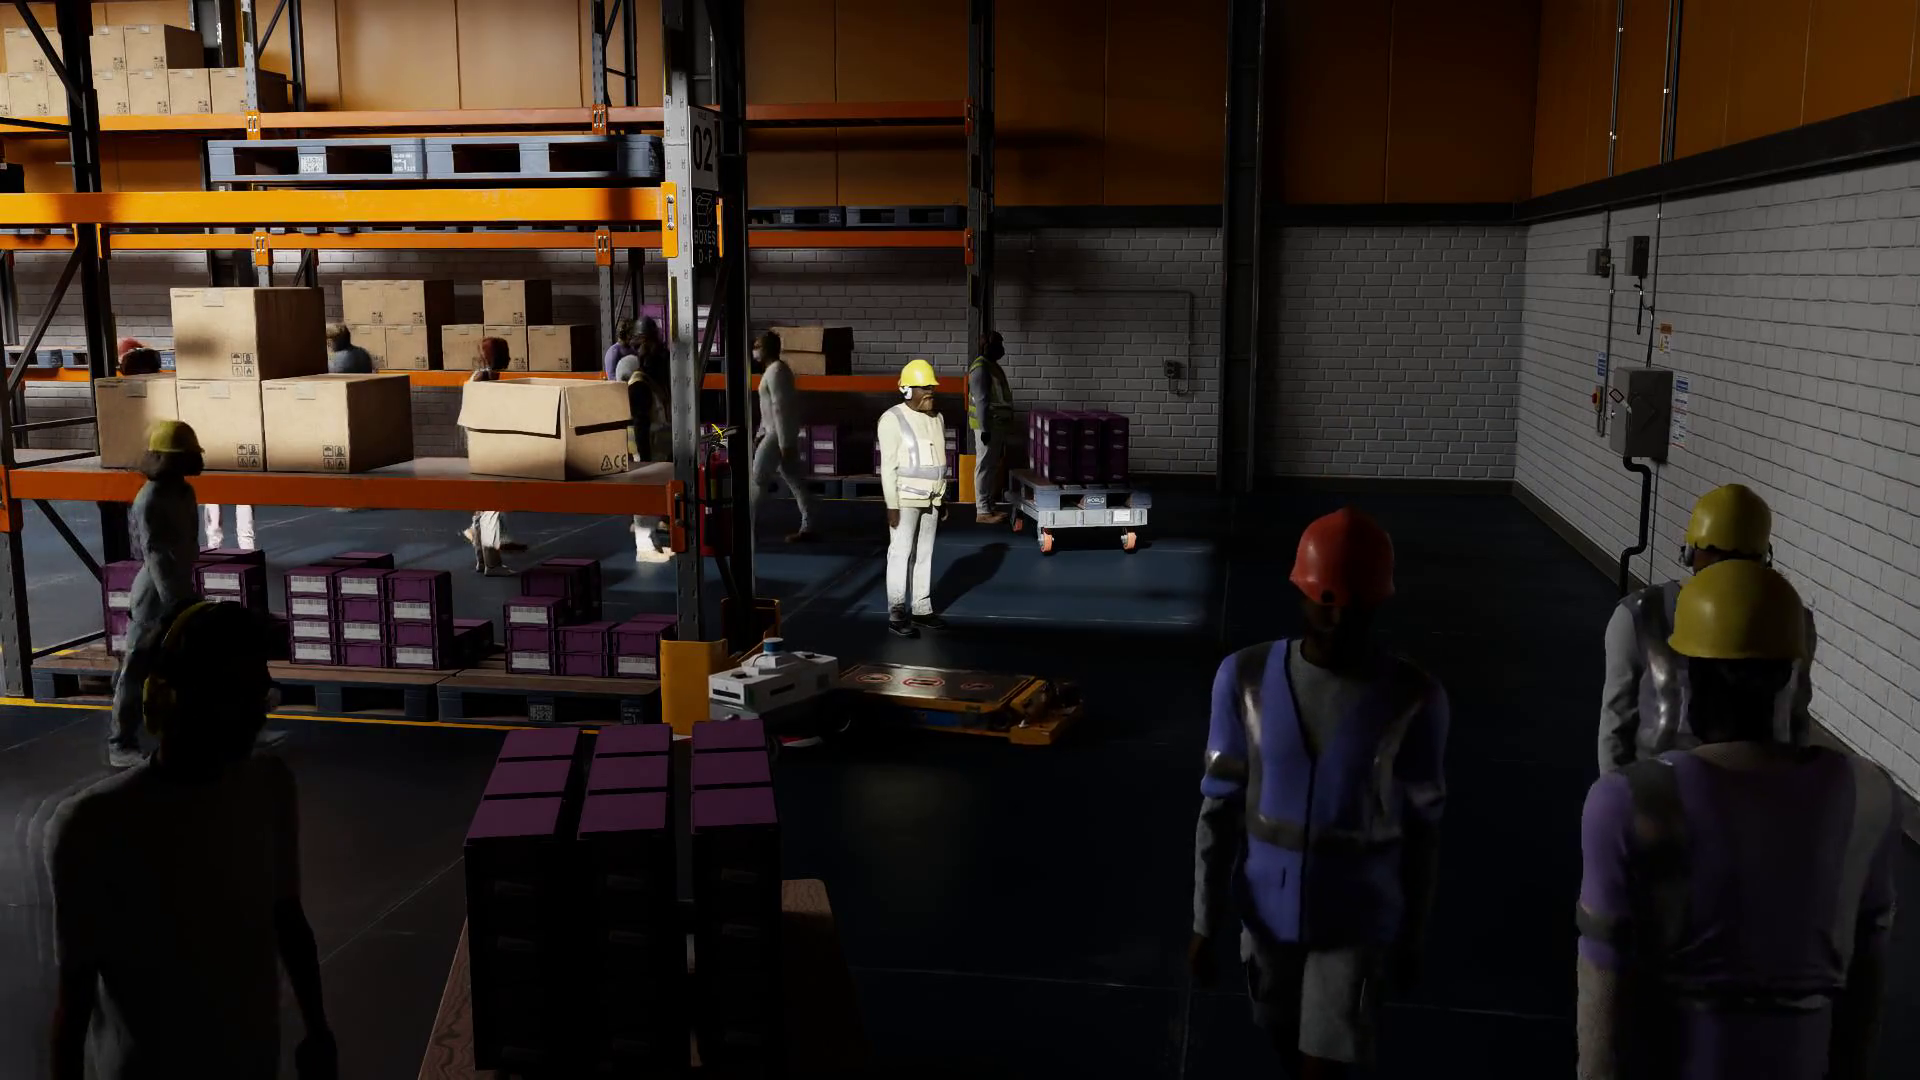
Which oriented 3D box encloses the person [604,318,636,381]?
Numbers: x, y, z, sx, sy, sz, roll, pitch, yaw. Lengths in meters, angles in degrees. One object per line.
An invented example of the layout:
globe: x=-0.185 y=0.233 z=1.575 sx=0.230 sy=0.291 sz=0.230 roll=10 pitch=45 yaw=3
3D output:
person: x=-3.487 y=-1.352 z=17.406 sx=0.373 sy=1.935 sz=0.628 roll=1 pitch=9 yaw=9

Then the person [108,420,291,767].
person: x=-3.756 y=0.272 z=8.049 sx=0.878 sy=1.694 sz=0.529 roll=1 pitch=9 yaw=3

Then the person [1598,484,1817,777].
person: x=2.118 y=0.744 z=4.732 sx=0.591 sy=1.828 sz=0.404 roll=1 pitch=9 yaw=4

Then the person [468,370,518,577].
person: x=-3.735 y=-0.528 z=13.199 sx=0.307 sy=1.640 sz=0.519 roll=-5 pitch=10 yaw=-28

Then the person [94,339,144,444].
person: x=-6.376 y=-0.599 z=12.874 sx=0.554 sy=1.882 sz=0.993 roll=-3 pitch=9 yaw=-15

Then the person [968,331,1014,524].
person: x=0.303 y=-1.088 z=16.048 sx=0.429 sy=1.846 sz=0.626 roll=2 pitch=9 yaw=12

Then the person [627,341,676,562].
person: x=-2.568 y=-0.742 z=13.911 sx=0.429 sy=1.839 sz=0.634 roll=0 pitch=9 yaw=1

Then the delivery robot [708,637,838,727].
delivery robot: x=-0.940 y=0.738 z=8.415 sx=0.477 sy=0.478 sz=0.707 roll=7 pitch=11 yaw=35

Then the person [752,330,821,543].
person: x=-1.699 y=-0.894 z=14.685 sx=0.989 sy=1.887 sz=0.645 roll=0 pitch=9 yaw=1

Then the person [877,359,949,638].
person: x=-0.284 y=-0.282 z=11.072 sx=0.403 sy=1.835 sz=0.586 roll=7 pitch=12 yaw=38

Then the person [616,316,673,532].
person: x=-2.881 y=-1.096 z=15.482 sx=0.696 sy=2.000 sz=0.551 roll=-5 pitch=10 yaw=-29

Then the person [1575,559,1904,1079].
person: x=1.415 y=0.981 z=3.044 sx=0.600 sy=1.896 sz=0.881 roll=0 pitch=9 yaw=0

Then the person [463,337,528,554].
person: x=-3.957 y=-0.785 z=14.098 sx=0.459 sy=1.871 sz=0.577 roll=-6 pitch=11 yaw=-33

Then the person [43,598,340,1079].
person: x=-1.318 y=1.020 z=2.957 sx=0.537 sy=1.844 sz=0.542 roll=4 pitch=10 yaw=26

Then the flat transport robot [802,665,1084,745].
flat transport robot: x=-0.114 y=0.855 z=8.856 sx=1.431 sy=0.197 sz=0.652 roll=3 pitch=10 yaw=19

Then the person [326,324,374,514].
person: x=-6.060 y=-1.209 z=16.684 sx=0.390 sy=1.906 sz=0.672 roll=3 pitch=10 yaw=16

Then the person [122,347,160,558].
person: x=-5.561 y=-0.363 z=11.392 sx=0.400 sy=1.902 sz=0.647 roll=-6 pitch=11 yaw=-34

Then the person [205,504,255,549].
person: x=-5.964 y=-0.750 z=13.541 sx=0.623 sy=2.000 sz=0.498 roll=-7 pitch=11 yaw=-36

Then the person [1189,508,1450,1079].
person: x=0.862 y=0.842 z=3.954 sx=0.549 sy=1.902 sz=0.984 roll=4 pitch=10 yaw=24
